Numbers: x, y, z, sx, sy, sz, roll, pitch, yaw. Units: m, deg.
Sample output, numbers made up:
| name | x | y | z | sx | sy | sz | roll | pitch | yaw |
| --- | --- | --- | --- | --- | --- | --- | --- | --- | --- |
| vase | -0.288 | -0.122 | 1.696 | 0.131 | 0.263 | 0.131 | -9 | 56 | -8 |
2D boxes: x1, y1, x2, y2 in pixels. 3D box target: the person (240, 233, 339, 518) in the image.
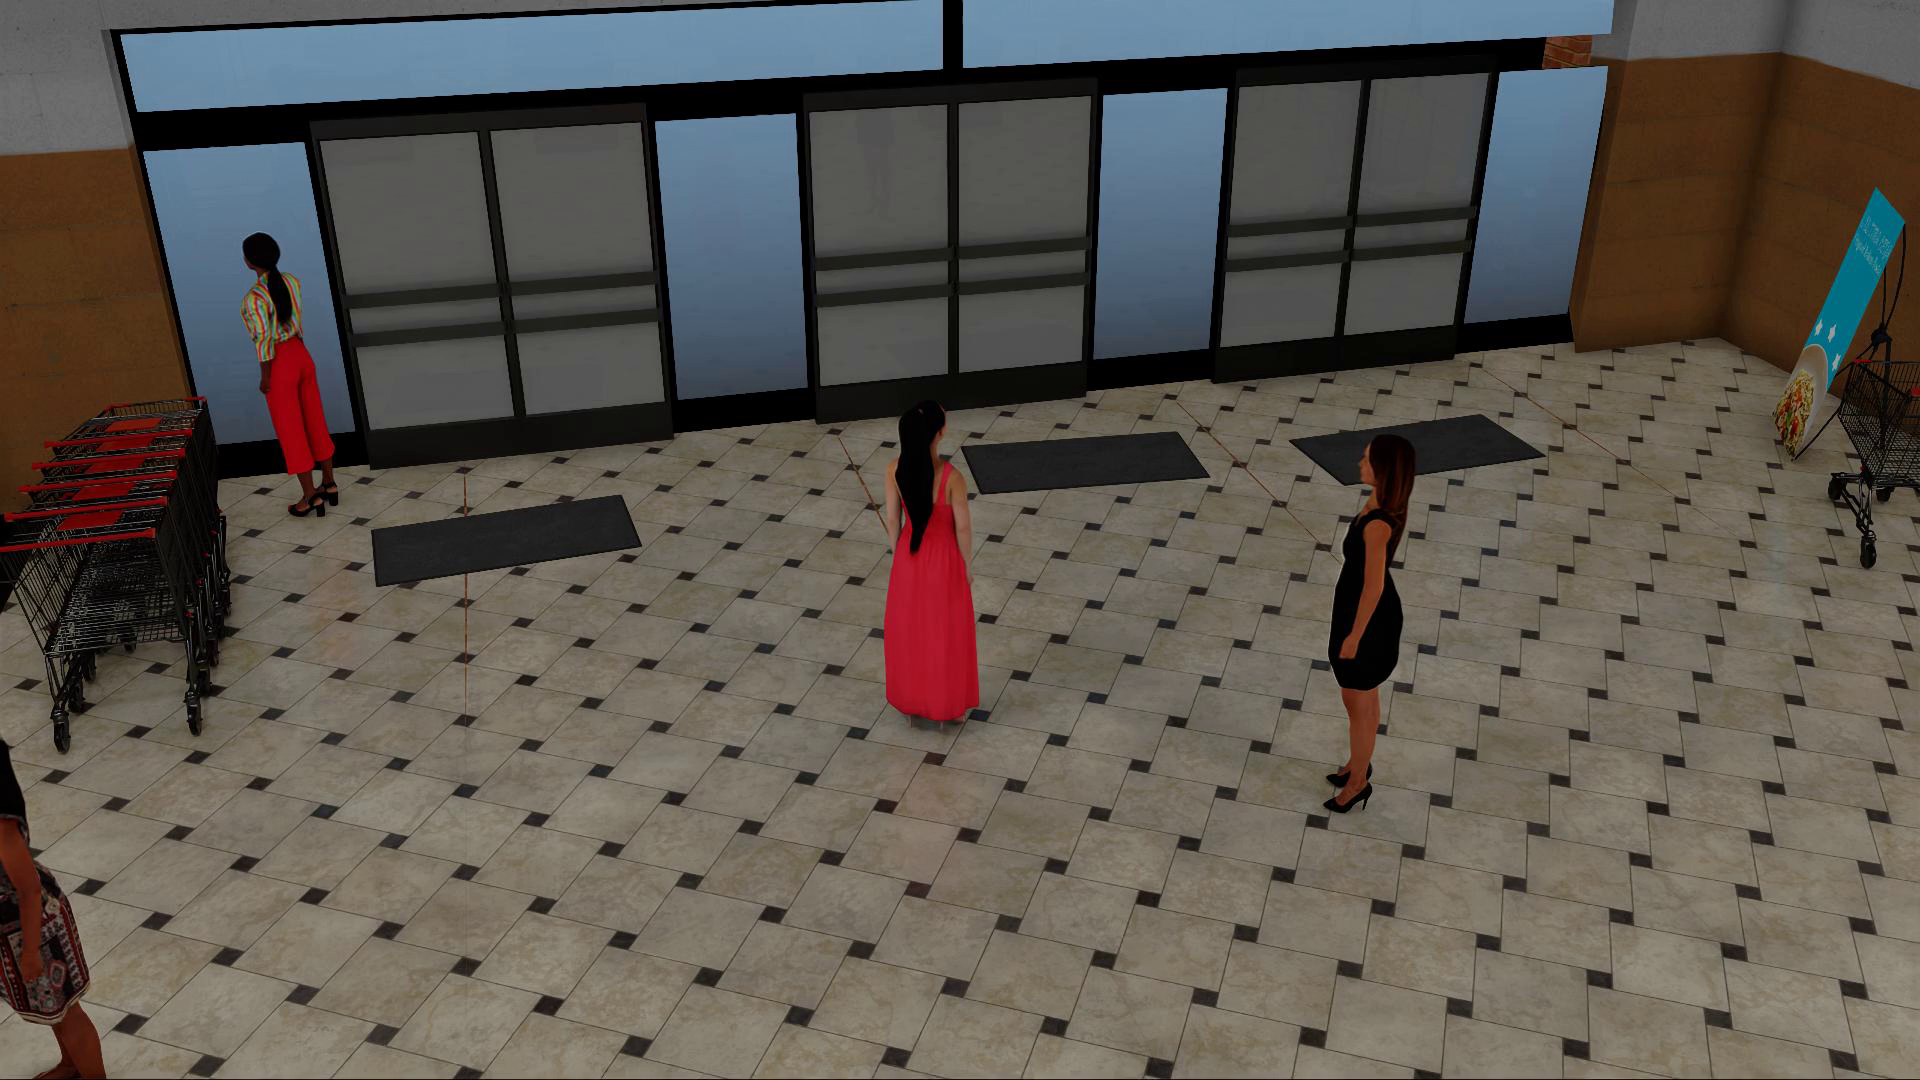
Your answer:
| name | x | y | z | sx | sy | sz | roll | pitch | yaw |
| --- | --- | --- | --- | --- | --- | --- | --- | --- | --- |
| person | -4.071 | -0.990 | 10.078 | 0.747 | 1.792 | 0.643 | 8 | 28 | 16 |

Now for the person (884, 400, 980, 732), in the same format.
| name | x | y | z | sx | sy | sz | roll | pitch | yaw |
| --- | --- | --- | --- | --- | --- | --- | --- | --- | --- |
| person | -0.147 | 0.138 | 7.924 | 0.714 | 1.727 | 0.749 | 10 | 29 | 19 |

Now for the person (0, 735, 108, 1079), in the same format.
| name | x | y | z | sx | sy | sz | roll | pitch | yaw |
| --- | --- | --- | --- | --- | --- | --- | --- | --- | --- |
| person | -3.213 | 1.307 | 5.711 | 0.784 | 1.645 | 0.635 | -21 | 34 | -36 |

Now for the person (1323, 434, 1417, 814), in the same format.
| name | x | y | z | sx | sy | sz | roll | pitch | yaw |
| --- | --- | --- | --- | --- | --- | --- | --- | --- | --- |
| person | 1.786 | 0.387 | 7.315 | 0.727 | 1.835 | 0.631 | 9 | 28 | 16 |
